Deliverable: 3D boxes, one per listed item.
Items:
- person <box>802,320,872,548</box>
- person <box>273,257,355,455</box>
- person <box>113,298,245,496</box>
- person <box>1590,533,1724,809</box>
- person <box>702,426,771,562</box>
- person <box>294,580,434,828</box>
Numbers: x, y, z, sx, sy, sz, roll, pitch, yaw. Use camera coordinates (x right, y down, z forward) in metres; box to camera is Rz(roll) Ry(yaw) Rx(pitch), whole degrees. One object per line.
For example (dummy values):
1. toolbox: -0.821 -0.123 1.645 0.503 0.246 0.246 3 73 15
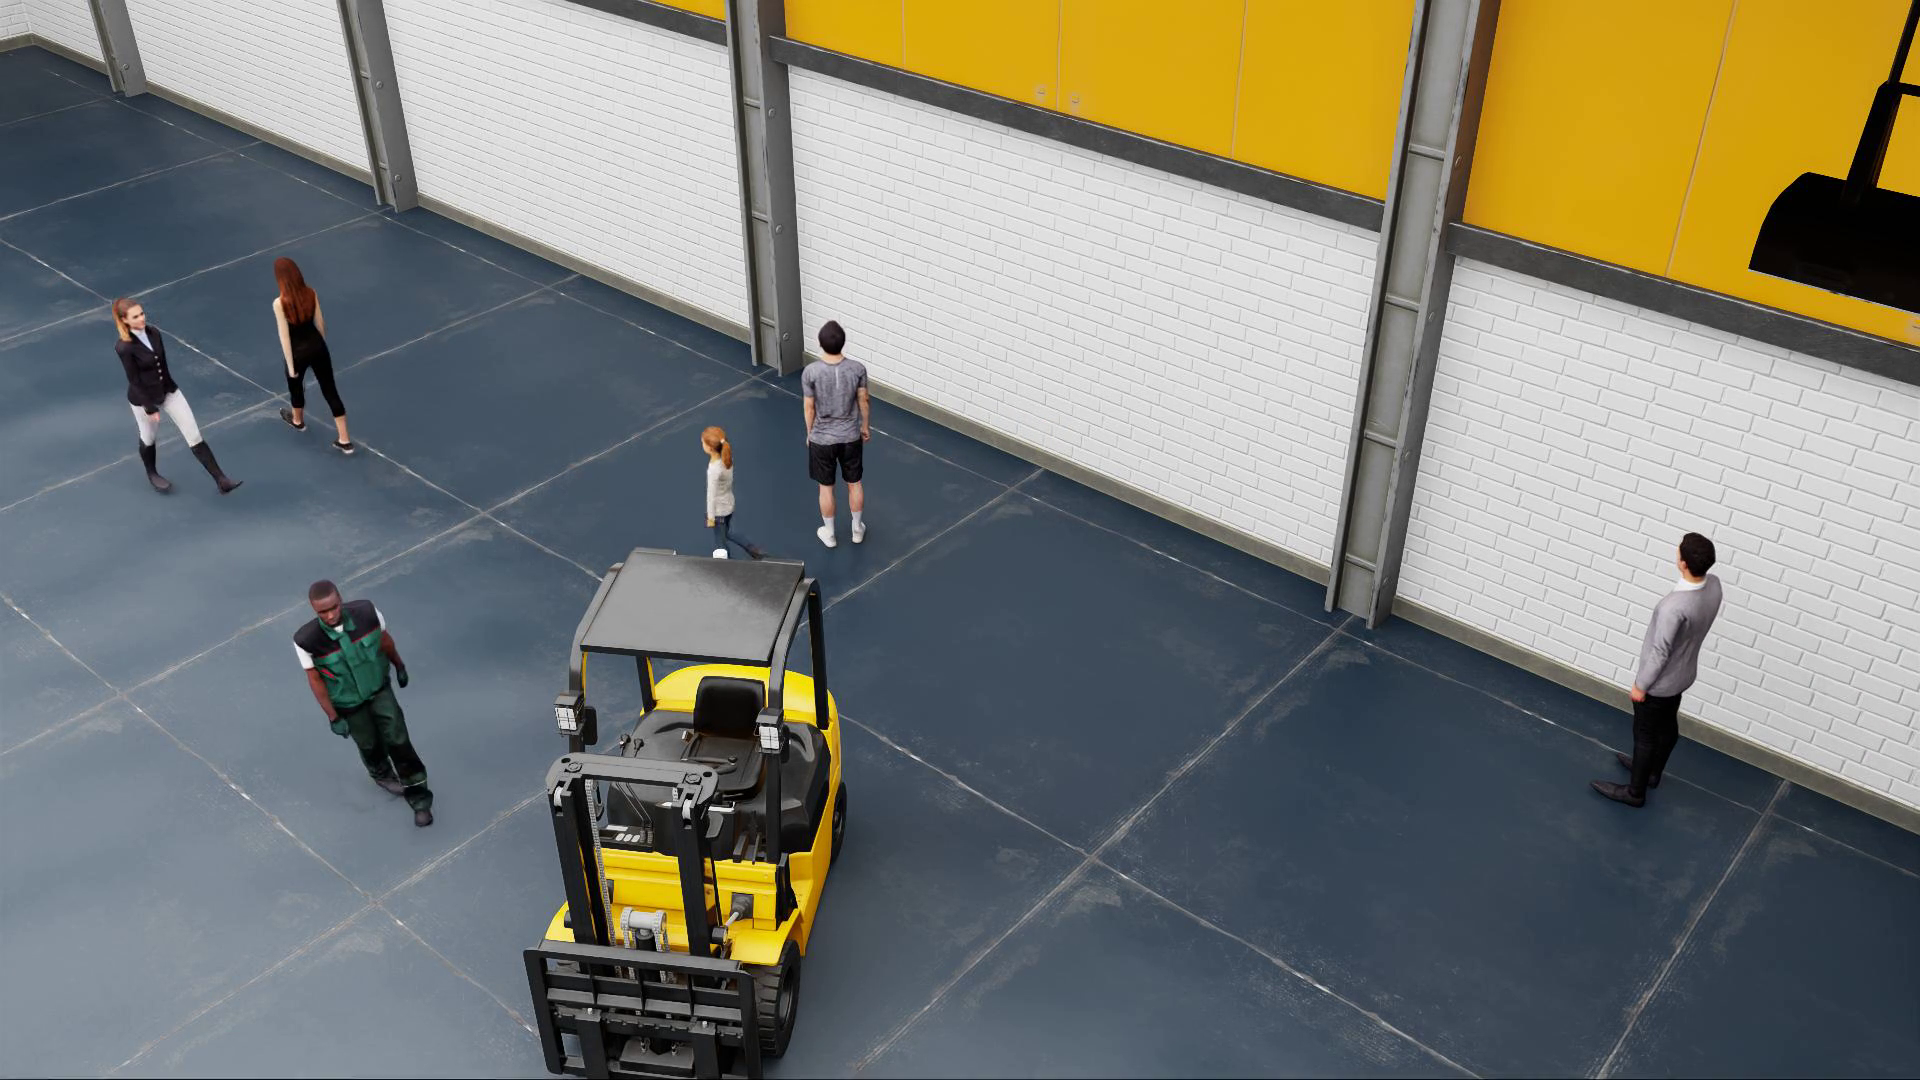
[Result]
1. person: -0.922 -0.786 12.439 0.741 1.872 0.765 -8 34 -11
2. person: -5.298 -1.470 13.636 1.093 1.685 0.604 25 41 33
3. person: -6.383 -1.087 13.066 1.216 1.679 0.756 15 37 22
4. person: 4.267 0.791 10.023 0.766 1.920 0.665 -27 42 -34
5. person: -1.659 -0.222 12.103 0.812 1.305 0.681 6 34 9
6. person: -3.637 0.902 9.975 1.035 1.789 0.864 28 43 35
